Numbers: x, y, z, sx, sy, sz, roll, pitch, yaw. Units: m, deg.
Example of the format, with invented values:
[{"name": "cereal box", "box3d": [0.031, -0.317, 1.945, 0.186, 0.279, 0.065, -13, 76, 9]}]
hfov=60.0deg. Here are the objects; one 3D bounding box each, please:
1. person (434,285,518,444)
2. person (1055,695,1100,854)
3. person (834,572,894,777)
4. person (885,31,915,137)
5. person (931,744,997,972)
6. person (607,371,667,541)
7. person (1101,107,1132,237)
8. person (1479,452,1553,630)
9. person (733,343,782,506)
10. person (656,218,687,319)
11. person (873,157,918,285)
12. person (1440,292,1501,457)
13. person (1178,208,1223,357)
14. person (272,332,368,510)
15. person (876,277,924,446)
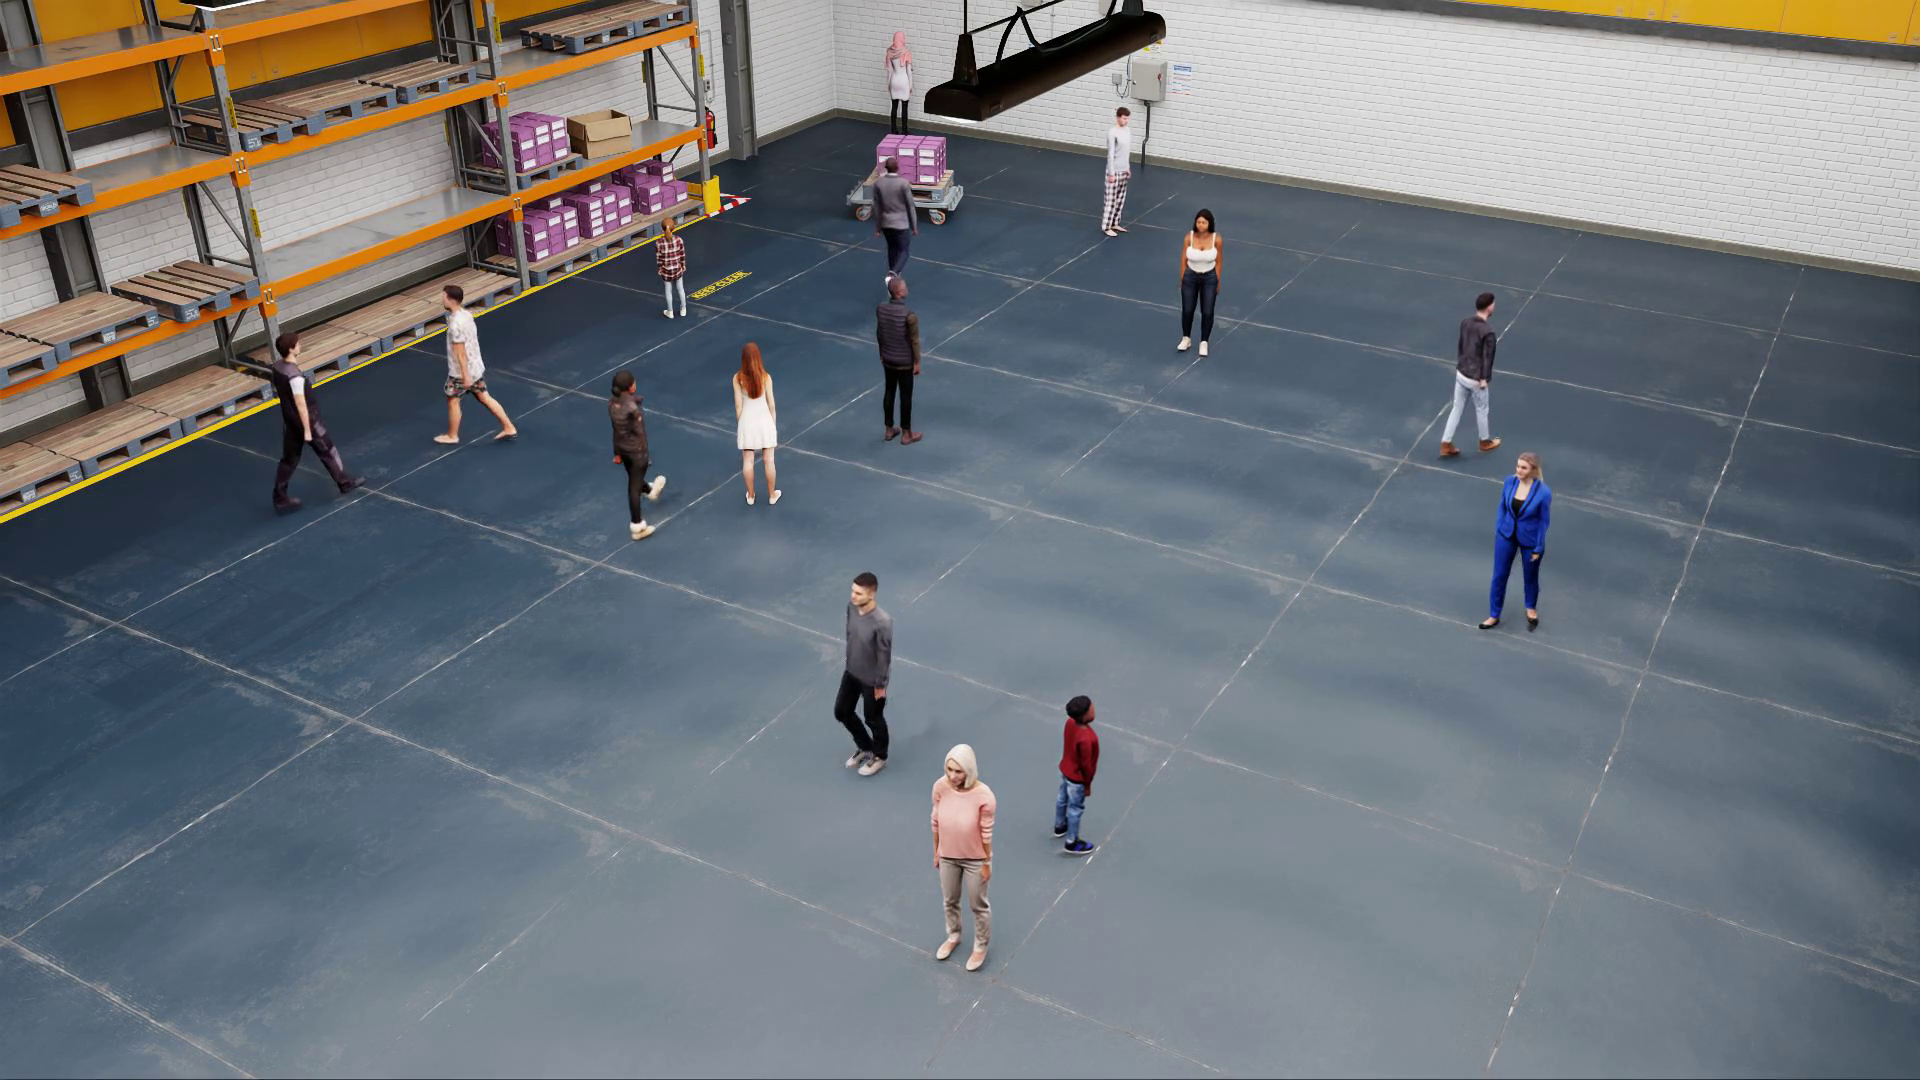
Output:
[{"name": "person", "box3d": [-5.160, -1.833, 17.685, 1.061, 1.785, 1.171, 2, 29, 3]}, {"name": "person", "box3d": [0.820, 1.649, 11.857, 0.639, 1.251, 0.587, -9, 30, -16]}, {"name": "person", "box3d": [-0.639, 0.982, 12.559, 0.709, 1.750, 0.691, 26, 38, 38]}, {"name": "person", "box3d": [-1.038, -7.871, 28.734, 0.662, 1.803, 0.636, 10, 30, 17]}, {"name": "person", "box3d": [0.034, 2.013, 10.697, 0.611, 1.725, 0.552, 11, 31, 20]}, {"name": "person", "box3d": [-3.066, -0.882, 16.112, 0.635, 1.620, 1.072, 16, 32, 27]}, {"name": "person", "box3d": [2.268, -5.360, 24.088, 0.729, 1.845, 0.551, 23, 36, 36]}, {"name": "person", "box3d": [4.917, -0.004, 14.449, 0.730, 1.672, 0.900, 19, 34, 31]}, {"name": "person", "box3d": [-2.025, -1.154, 16.516, 0.644, 1.712, 0.671, 0, 29, 0]}, {"name": "person", "box3d": [-3.674, -3.477, 21.197, 0.611, 1.306, 0.685, -12, 31, -21]}, {"name": "person", "box3d": [-0.873, -4.096, 21.816, 0.800, 1.800, 0.991, 11, 30, 19]}, {"name": "person", "box3d": [5.302, -1.693, 17.398, 1.097, 1.812, 0.973, -14, 31, -23]}, {"name": "person", "box3d": [2.898, -3.138, 20.053, 0.732, 1.808, 0.750, 8, 30, 15]}, {"name": "person", "box3d": [-6.582, -1.132, 16.377, 0.847, 1.805, 1.244, 24, 37, 37]}, {"name": "person", "box3d": [-0.663, -1.922, 17.795, 0.713, 1.835, 0.599, 20, 34, 32]}]
